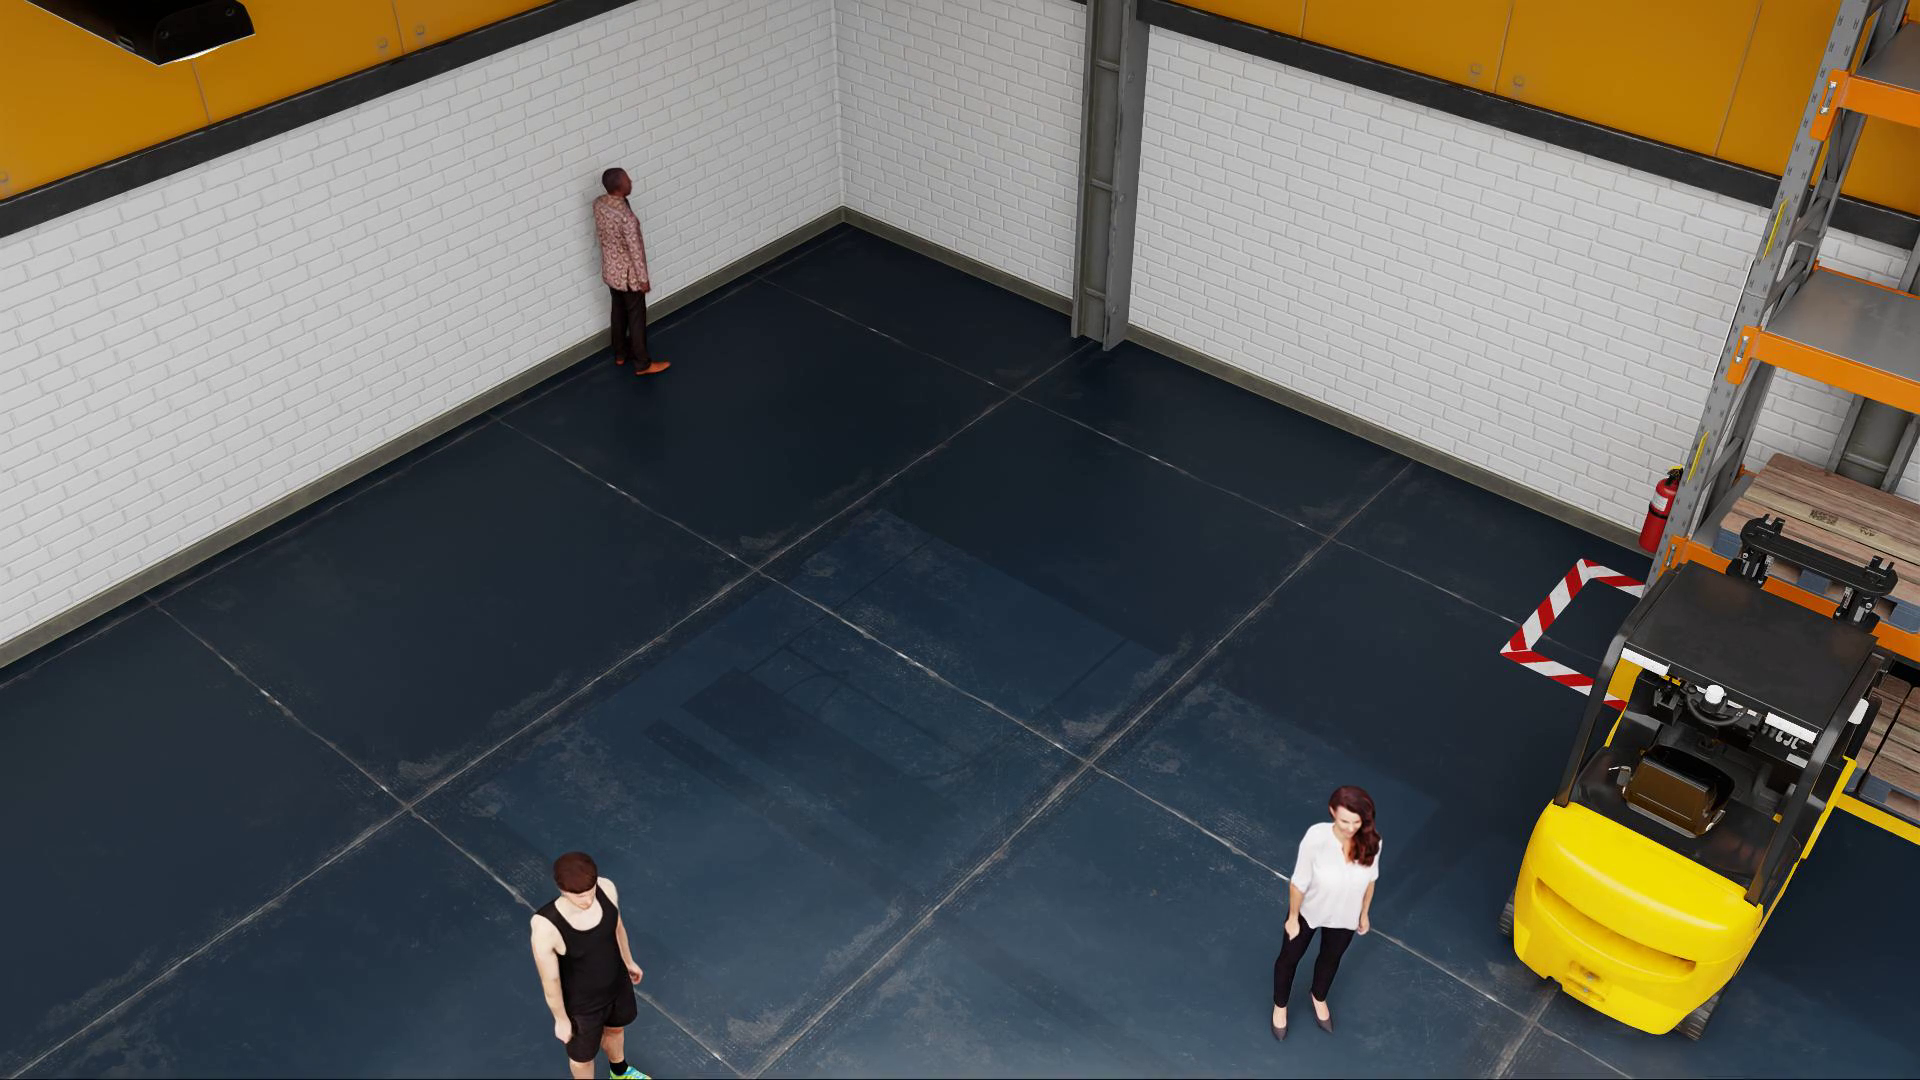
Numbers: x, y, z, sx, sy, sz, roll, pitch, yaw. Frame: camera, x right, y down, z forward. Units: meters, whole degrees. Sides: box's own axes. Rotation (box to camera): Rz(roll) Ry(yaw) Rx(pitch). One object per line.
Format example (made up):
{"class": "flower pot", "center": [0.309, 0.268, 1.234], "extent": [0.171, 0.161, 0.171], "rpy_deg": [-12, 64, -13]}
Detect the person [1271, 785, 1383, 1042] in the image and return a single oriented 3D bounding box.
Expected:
{"class": "person", "center": [1.860, 1.900, 8.505], "extent": [0.677, 1.795, 0.726], "rpy_deg": [-5, 39, -6]}

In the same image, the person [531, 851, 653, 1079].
{"class": "person", "center": [-1.796, 2.169, 8.091], "extent": [0.599, 1.891, 0.699], "rpy_deg": [23, 44, 26]}

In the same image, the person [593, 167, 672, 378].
{"class": "person", "center": [-2.754, -2.206, 13.637], "extent": [0.774, 1.807, 0.553], "rpy_deg": [-31, 48, -33]}
